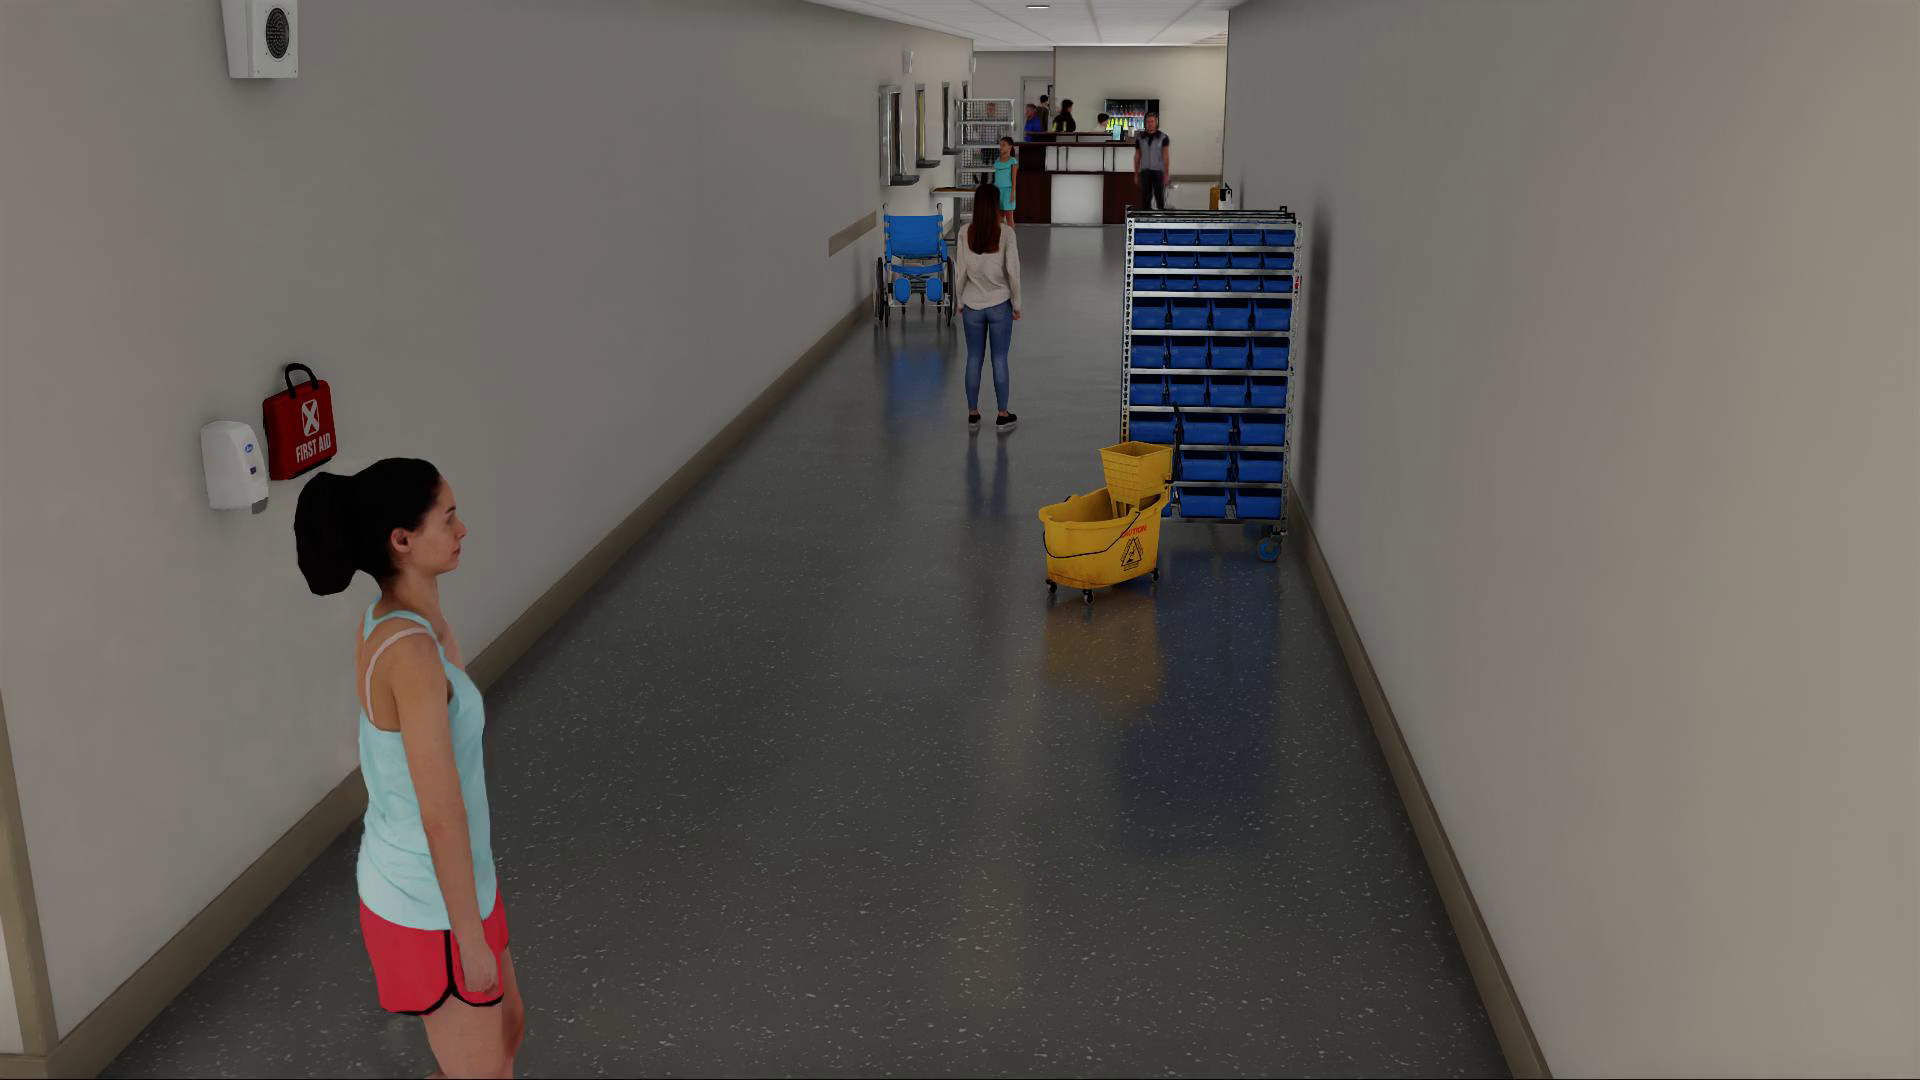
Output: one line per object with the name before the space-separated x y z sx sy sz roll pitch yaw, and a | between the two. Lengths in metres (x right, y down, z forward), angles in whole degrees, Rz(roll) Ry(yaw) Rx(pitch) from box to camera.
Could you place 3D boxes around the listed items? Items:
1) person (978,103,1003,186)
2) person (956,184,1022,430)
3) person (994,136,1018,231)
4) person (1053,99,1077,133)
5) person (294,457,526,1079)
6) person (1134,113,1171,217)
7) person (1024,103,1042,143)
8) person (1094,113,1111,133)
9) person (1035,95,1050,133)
person | 0.636 -8.195 34.703 0.511 1.817 0.730 3 16 10
person | 0.197 -1.642 11.687 0.553 1.692 0.727 5 16 16
person | 0.645 -4.940 23.636 0.638 1.558 0.709 14 21 42
person | 1.981 -7.752 33.002 1.312 1.889 1.267 -14 21 -41
person | -1.091 0.721 3.205 1.071 1.748 0.885 -7 17 -23
person | 2.983 -5.629 25.598 0.796 1.818 0.888 6 17 21
person | 1.554 -7.927 33.778 0.991 1.803 0.903 -4 16 -13
person | 2.706 -7.664 33.198 1.231 1.611 0.914 -5 17 -18
person | 1.931 -10.069 41.339 1.228 1.822 1.245 14 21 41
